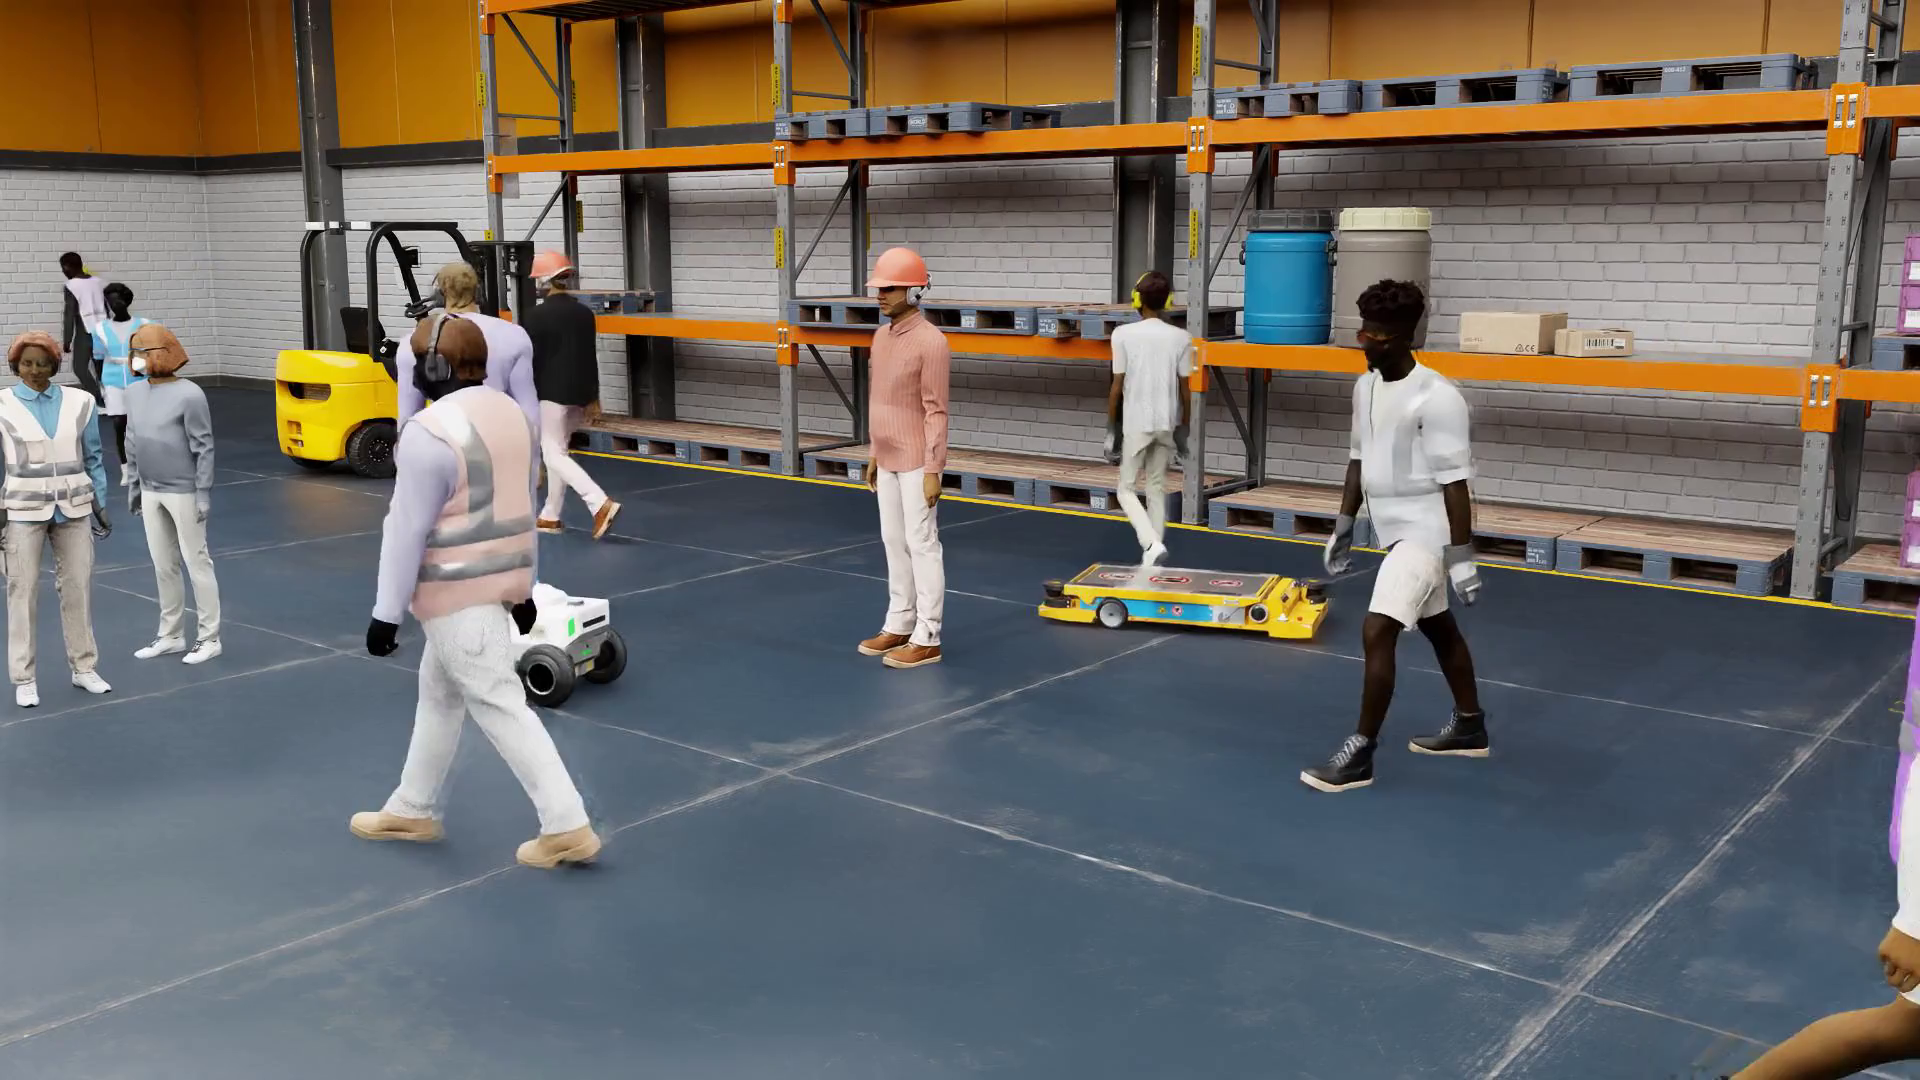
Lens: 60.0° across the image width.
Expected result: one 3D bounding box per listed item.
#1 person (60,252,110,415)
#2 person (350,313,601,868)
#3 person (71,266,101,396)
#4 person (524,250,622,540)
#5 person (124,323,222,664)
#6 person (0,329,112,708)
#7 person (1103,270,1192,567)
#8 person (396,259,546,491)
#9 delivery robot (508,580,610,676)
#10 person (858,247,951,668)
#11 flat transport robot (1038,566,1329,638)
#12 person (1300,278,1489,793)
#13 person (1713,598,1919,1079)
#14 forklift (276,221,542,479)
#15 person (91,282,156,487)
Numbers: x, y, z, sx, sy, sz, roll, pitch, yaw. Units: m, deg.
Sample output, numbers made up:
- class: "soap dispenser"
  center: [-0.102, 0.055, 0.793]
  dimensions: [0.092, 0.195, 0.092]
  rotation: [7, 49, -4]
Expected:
- class: "person"
  center: [-9.976, -2.349, 19.122]
  dimensions: [0.380, 1.891, 0.665]
  rotation: [2, 10, 12]
- class: "person"
  center: [-1.592, 0.173, 5.372]
  dimensions: [0.956, 1.797, 0.637]
  rotation: [2, 10, 11]
- class: "person"
  center: [-10.677, -2.511, 20.400]
  dimensions: [0.490, 1.720, 0.428]
  rotation: [7, 12, 35]
- class: "person"
  center: [-2.666, -0.975, 11.247]
  dimensions: [0.885, 1.960, 0.627]
  rotation: [6, 12, 30]
- class: "person"
  center: [-3.789, -0.220, 7.977]
  dimensions: [0.507, 1.631, 0.266]
  rotation: [4, 11, 23]
- class: "person"
  center: [-4.002, -0.100, 7.298]
  dimensions: [0.314, 1.638, 0.520]
  rotation: [9, 14, 41]
- class: "person"
  center: [1.109, -0.633, 9.665]
  dimensions: [0.533, 1.850, 0.574]
  rotation: [-3, 11, -16]
- class: "person"
  center: [-2.368, -0.385, 8.073]
  dimensions: [0.677, 1.928, 0.434]
  rotation: [-2, 10, -13]
- class: "delivery robot"
  center: [-1.941, 0.367, 7.457]
  dimensions: [0.707, 0.478, 0.477]
  rotation: [4, 11, 20]
- class: "person"
  center: [-0.265, -0.385, 7.927]
  dimensions: [0.400, 1.990, 0.617]
  rotation: [-6, 12, -31]
- class: "flat transport robot"
  center: [1.194, 0.307, 8.835]
  dimensions: [1.431, 0.197, 0.652]
  rotation: [4, 11, 19]
- class: "person"
  center: [1.698, -0.025, 6.224]
  dimensions: [0.904, 1.899, 0.643]
  rotation: [-2, 10, -9]
- class: "person"
  center: [1.778, 0.546, 3.017]
  dimensions: [0.919, 1.900, 0.541]
  rotation: [7, 13, 35]
- class: "forklift"
  center: [-4.922, -1.741, 14.854]
  dimensions: [1.214, 2.155, 2.313]
  rotation: [8, 13, 38]
- class: "person"
  center: [-6.913, -1.309, 13.869]
  dimensions: [0.532, 1.681, 0.611]
  rotation: [-3, 11, -16]
